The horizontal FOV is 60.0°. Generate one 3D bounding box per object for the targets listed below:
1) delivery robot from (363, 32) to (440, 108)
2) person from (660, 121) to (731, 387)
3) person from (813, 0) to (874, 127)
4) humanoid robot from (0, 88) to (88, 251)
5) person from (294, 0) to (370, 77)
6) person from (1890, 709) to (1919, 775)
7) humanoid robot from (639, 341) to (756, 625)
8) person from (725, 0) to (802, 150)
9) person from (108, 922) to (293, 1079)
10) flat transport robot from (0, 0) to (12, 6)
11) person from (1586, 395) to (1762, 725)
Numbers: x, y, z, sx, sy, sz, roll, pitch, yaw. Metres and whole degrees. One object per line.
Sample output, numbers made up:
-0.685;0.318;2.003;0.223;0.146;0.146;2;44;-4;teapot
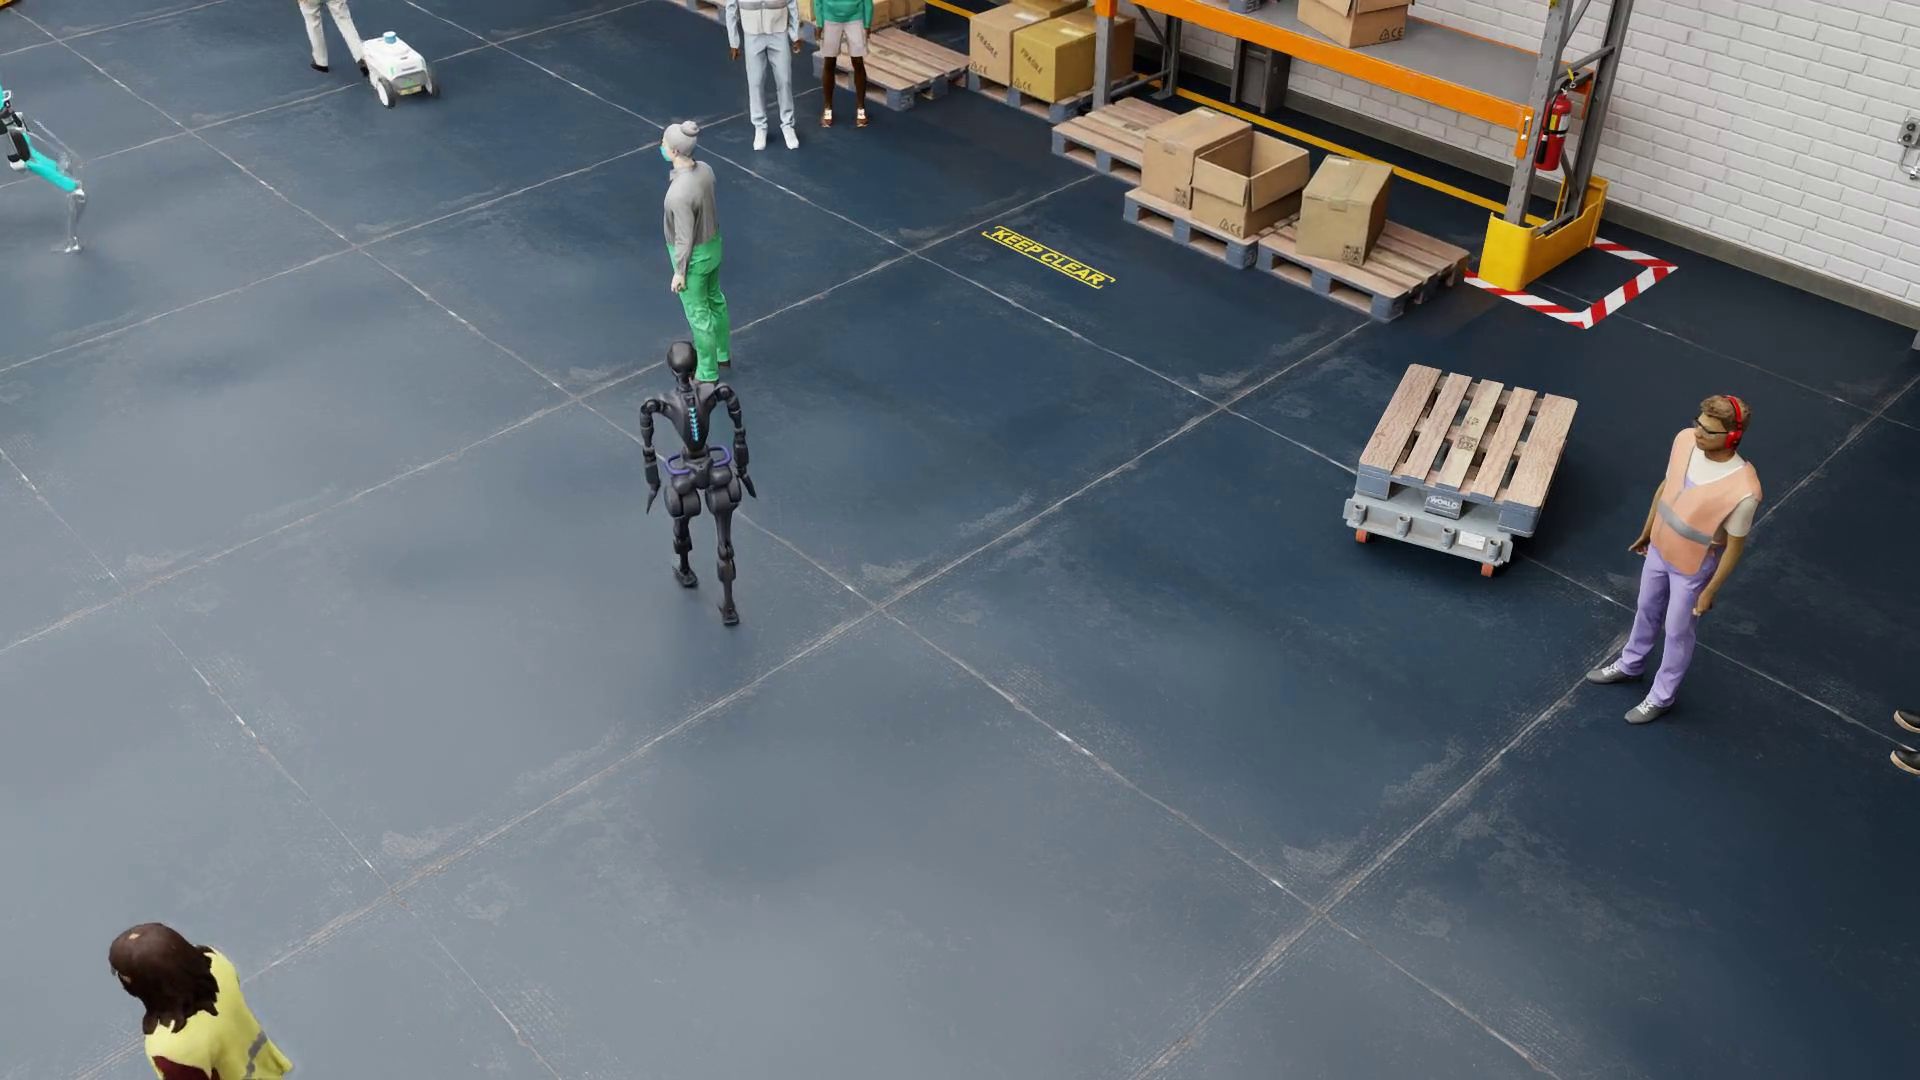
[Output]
-5.054;-4.247;14.916;0.499;0.592;0.796;-24;43;-28;delivery robot
-1.707;-1.827;10.652;0.340;1.838;0.514;9;38;12;person
-0.982;-4.426;14.092;0.508;1.842;0.389;-1;37;-1;person
-6.787;-2.921;12.219;0.735;1.815;0.549;-15;40;-19;humanoid robot
-5.746;-5.030;14.968;0.575;1.759;0.701;-24;43;-28;person
4.848;0.296;7.741;0.371;1.959;0.602;19;41;23;person
-1.399;-0.356;8.846;0.590;1.637;0.660;-12;39;-16;humanoid robot
-1.613;-4.162;13.687;0.602;1.906;0.414;-7;38;-9;person
-2.569;1.935;5.744;0.525;1.753;0.486;-2;37;-2;person
-10.320;-5.658;17.024;1.431;0.231;0.659;12;39;15;flat transport robot
3.529;0.090;8.106;0.383;1.845;0.569;-10;38;-13;person
